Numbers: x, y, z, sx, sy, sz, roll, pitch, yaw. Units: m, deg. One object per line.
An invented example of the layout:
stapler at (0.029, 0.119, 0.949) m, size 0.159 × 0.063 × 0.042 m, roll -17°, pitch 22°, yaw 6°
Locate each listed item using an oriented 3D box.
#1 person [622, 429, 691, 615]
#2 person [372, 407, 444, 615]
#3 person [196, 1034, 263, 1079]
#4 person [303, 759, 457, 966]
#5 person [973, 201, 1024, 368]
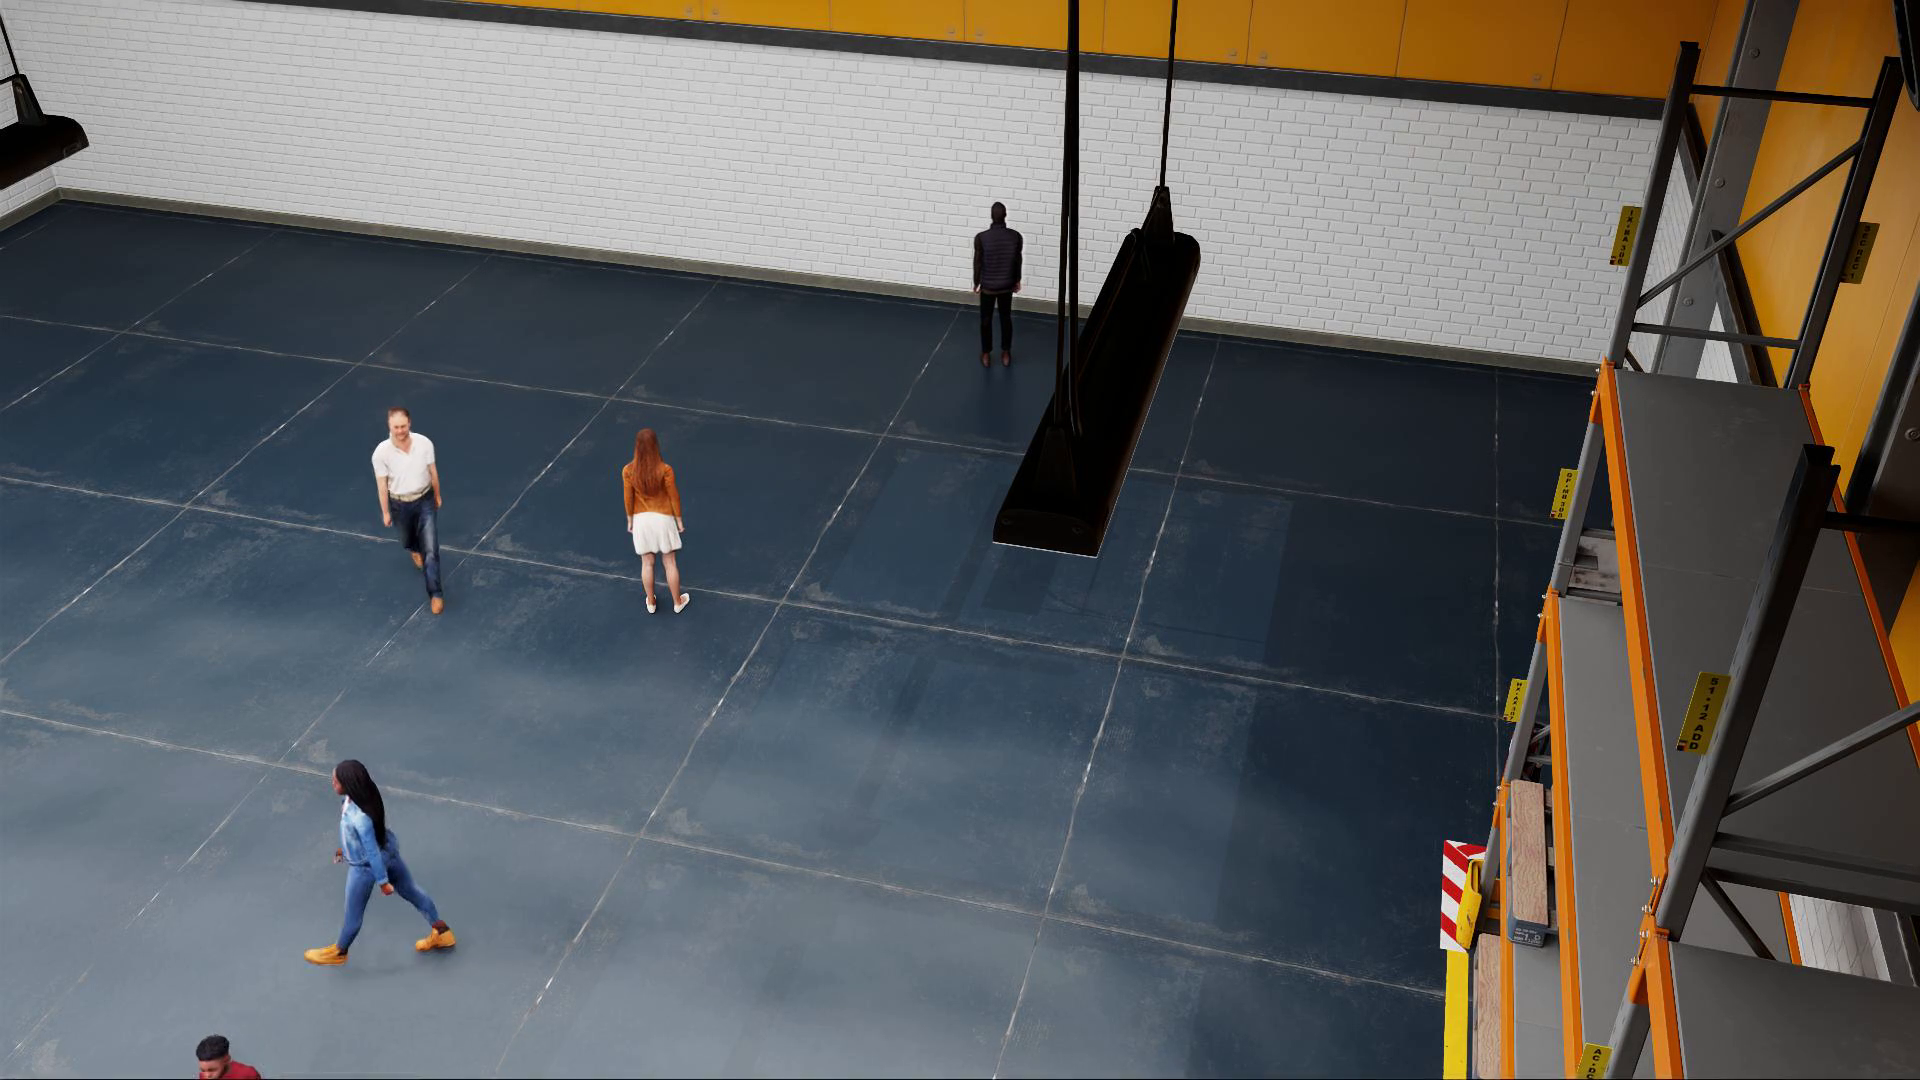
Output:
person at (-2.559, -0.147, 13.920) m, size 0.685 × 1.719 × 0.652 m, roll 0°, pitch 34°, yaw 0°
person at (-4.668, -0.354, 14.134) m, size 1.103 × 1.828 × 1.279 m, roll -11°, pitch 35°, yaw -17°
person at (-3.997, 3.169, 9.361) m, size 0.588 × 1.244 × 0.687 m, roll 0°, pitch 34°, yaw 0°
person at (-3.635, 2.062, 10.645) m, size 1.009 × 1.667 × 1.187 m, roll -6°, pitch 34°, yaw -9°
person at (0.387, -2.715, 17.679) m, size 0.764 × 1.836 × 0.740 m, roll -6°, pitch 34°, yaw -9°
